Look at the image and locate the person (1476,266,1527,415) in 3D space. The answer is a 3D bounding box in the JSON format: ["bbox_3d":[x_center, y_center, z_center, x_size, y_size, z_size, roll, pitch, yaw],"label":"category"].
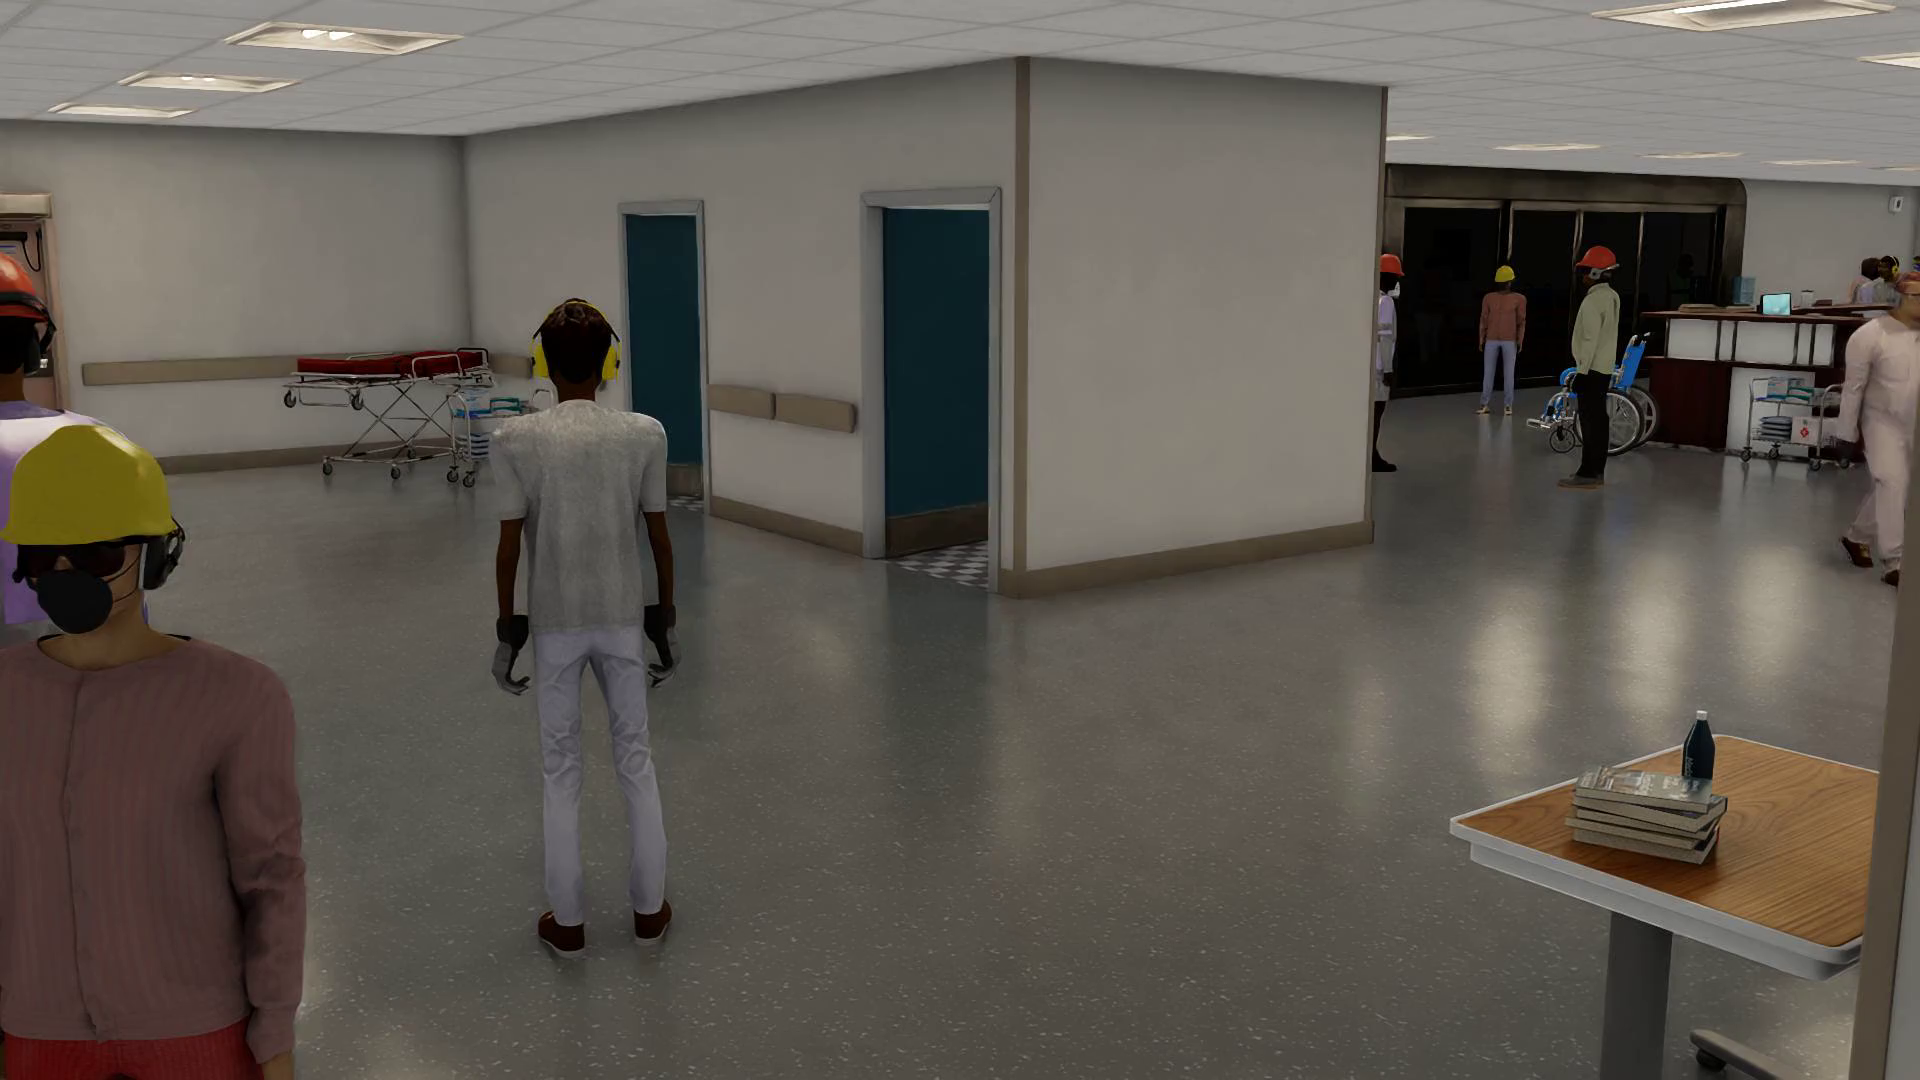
[{"bbox_3d":[6.393,-2.350,19.648,0.524,1.760,0.328,5,11,27],"label":"person"}]

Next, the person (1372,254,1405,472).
[{"bbox_3d":[3.737,-1.569,14.795,0.390,1.929,0.545,-1,10,-6],"label":"person"}]

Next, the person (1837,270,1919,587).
[{"bbox_3d":[5.643,-0.689,10.040,0.643,1.870,0.944,-1,10,-7],"label":"person"}]

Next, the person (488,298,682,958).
[{"bbox_3d":[-1.063,0.258,4.735,0.535,1.864,0.309,-4,11,-19],"label":"person"}]

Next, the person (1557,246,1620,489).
[{"bbox_3d":[5.230,-1.420,13.760,0.376,1.997,0.612,7,12,36],"label":"person"}]

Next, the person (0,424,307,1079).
[{"bbox_3d":[-1.229,0.711,2.465,0.522,1.772,0.303,-1,10,-4],"label":"person"}]

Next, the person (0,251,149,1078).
[{"bbox_3d":[-1.960,0.407,3.445,0.403,2.031,0.612,4,11,19],"label":"person"}]

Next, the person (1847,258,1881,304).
[{"bbox_3d":[11.874,-2.765,21.760,0.521,1.830,0.653,3,11,18],"label":"person"}]
